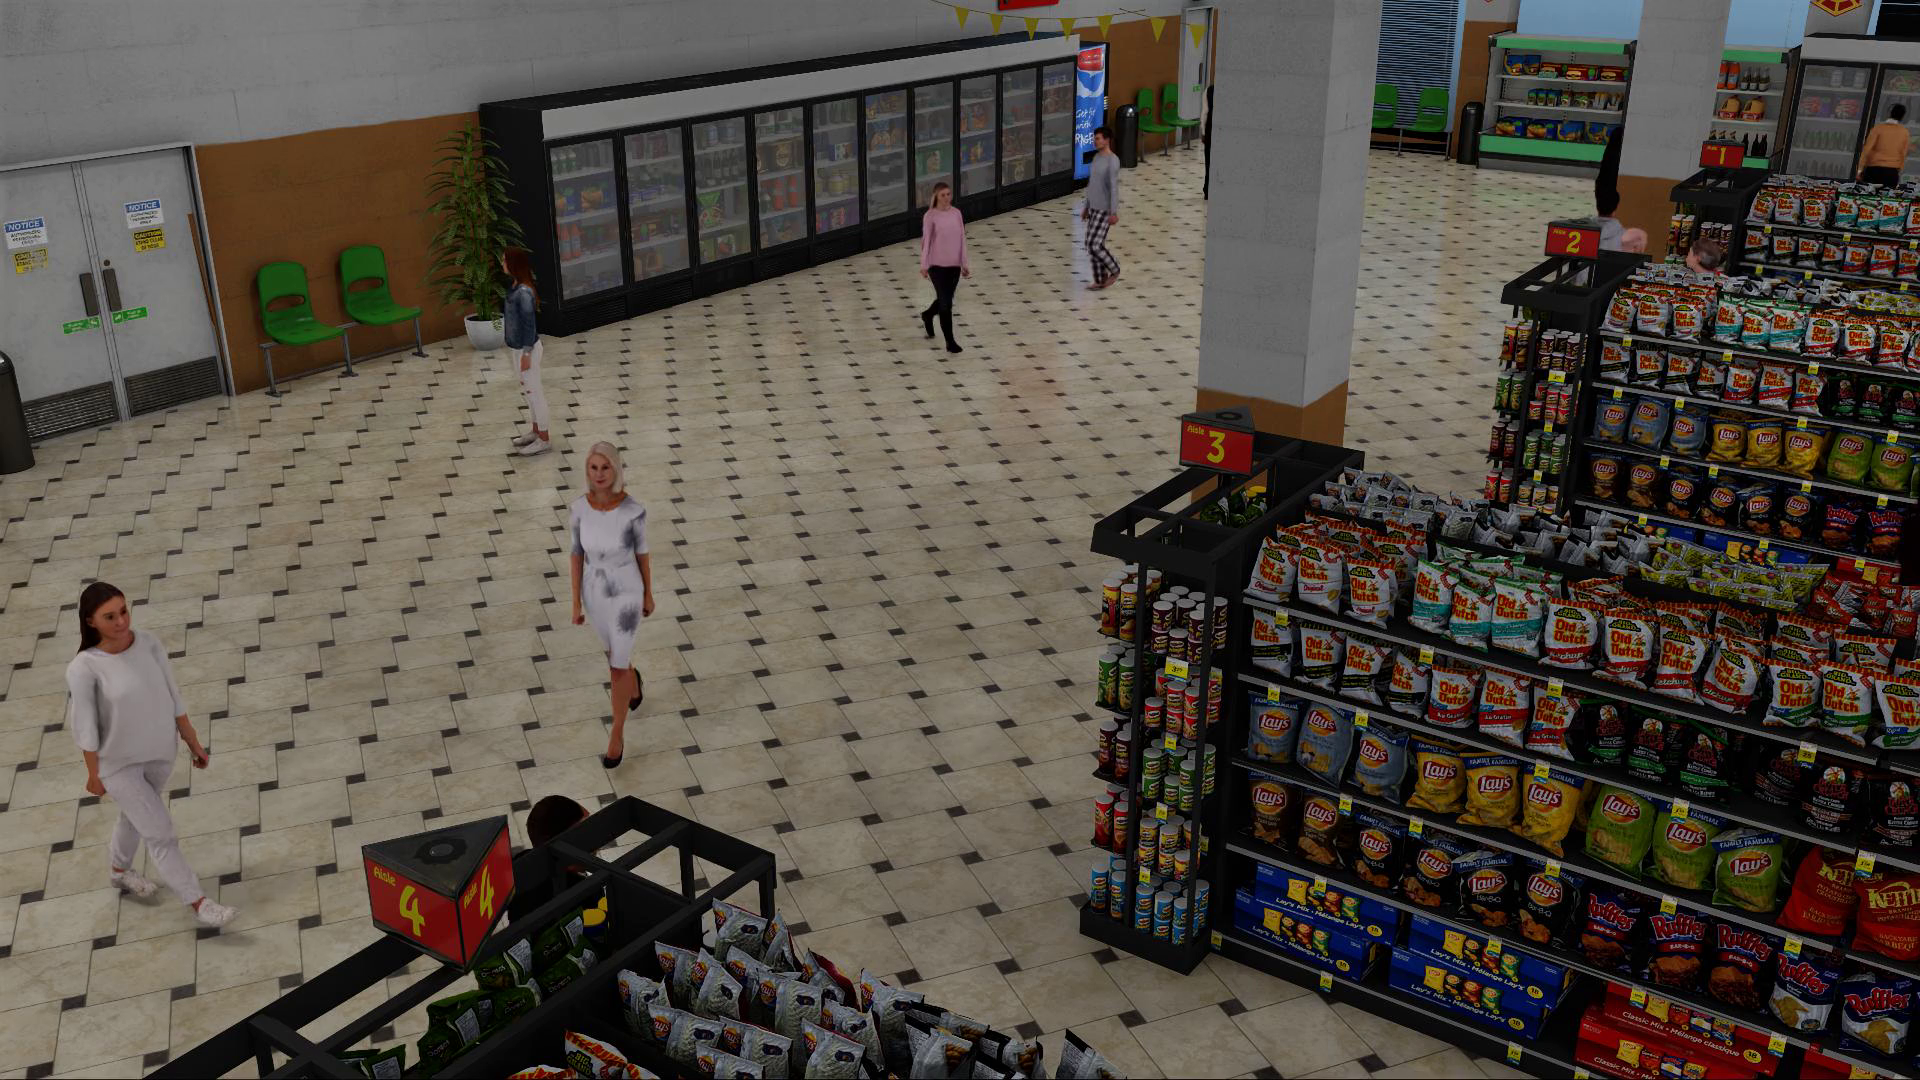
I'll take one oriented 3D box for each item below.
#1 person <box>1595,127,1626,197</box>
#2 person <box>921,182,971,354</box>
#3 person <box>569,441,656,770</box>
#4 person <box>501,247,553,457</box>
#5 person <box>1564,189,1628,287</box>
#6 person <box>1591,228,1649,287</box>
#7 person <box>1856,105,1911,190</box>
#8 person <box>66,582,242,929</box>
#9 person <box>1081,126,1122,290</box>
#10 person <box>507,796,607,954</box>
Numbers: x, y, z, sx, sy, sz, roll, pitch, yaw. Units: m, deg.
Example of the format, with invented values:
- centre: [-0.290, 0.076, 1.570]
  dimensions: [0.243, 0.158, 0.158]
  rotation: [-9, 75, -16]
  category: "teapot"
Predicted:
- centre: [7.906, -4.262, 20.474]
  dimensions: [0.894, 1.603, 0.791]
  rotation: [5, 22, 12]
  category: "person"
- centre: [-0.201, -2.738, 16.611]
  dimensions: [0.866, 1.655, 1.179]
  rotation: [-14, 26, -32]
  category: "person"
- centre: [-1.871, 0.287, 9.008]
  dimensions: [1.117, 1.710, 1.005]
  rotation: [1, 22, 4]
  category: "person"
- centre: [-3.535, -1.552, 13.596]
  dimensions: [0.754, 1.702, 0.633]
  rotation: [-10, 24, -22]
  category: "person"
- centre: [5.626, -2.127, 14.750]
  dimensions: [1.069, 1.908, 0.917]
  rotation: [8, 23, 19]
  category: "person"
- centre: [5.309, -1.631, 13.673]
  dimensions: [1.074, 1.792, 1.220]
  rotation: [-14, 26, -31]
  category: "person"
- centre: [11.876, -4.705, 21.397]
  dimensions: [0.702, 1.737, 0.856]
  rotation: [-1, 22, -3]
  category: "person"
- centre: [-3.738, 0.958, 7.440]
  dimensions: [1.148, 1.635, 0.762]
  rotation: [9, 24, 21]
  category: "person"
- centre: [1.674, -3.770, 18.937]
  dimensions: [0.855, 1.836, 0.792]
  rotation: [-9, 24, -22]
  category: "person"
- centre: [-1.344, 1.662, 5.357]
  dimensions: [0.904, 1.881, 0.827]
  rotation: [-11, 24, -26]
  category: "person"
